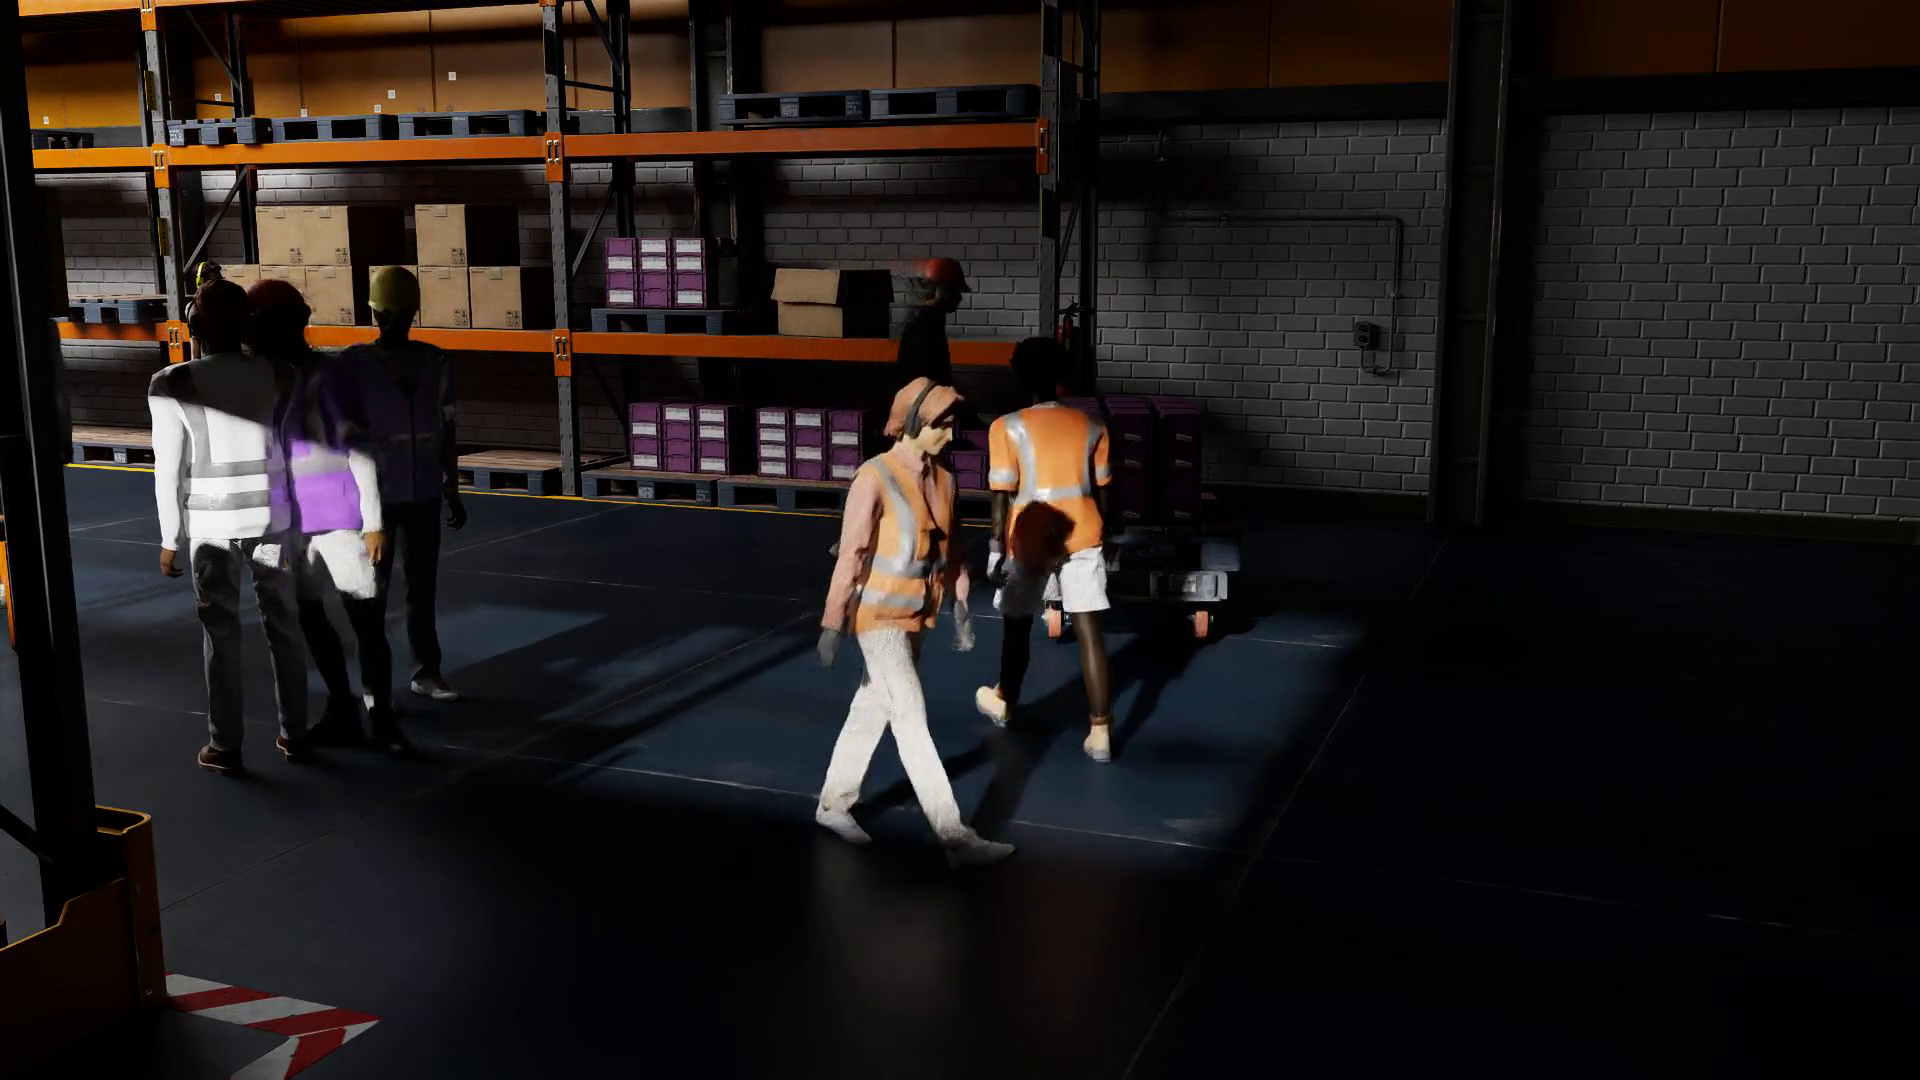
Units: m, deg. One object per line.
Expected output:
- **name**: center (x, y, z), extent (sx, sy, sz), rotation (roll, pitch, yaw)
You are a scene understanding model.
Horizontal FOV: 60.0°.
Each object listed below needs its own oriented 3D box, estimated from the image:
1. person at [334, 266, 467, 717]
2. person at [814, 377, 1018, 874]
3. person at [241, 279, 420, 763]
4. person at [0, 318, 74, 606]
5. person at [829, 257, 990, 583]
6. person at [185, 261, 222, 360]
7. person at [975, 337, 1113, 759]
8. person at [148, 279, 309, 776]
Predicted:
- **person**: center (-2.402, -0.211, 7.175), extent (0.392, 1.919, 0.589), rotation (10, 14, 43)
- **person**: center (-0.172, 0.271, 5.387), extent (0.859, 1.584, 0.564), rotation (6, 12, 31)
- **person**: center (-2.438, -0.060, 6.479), extent (0.749, 1.889, 0.364), rotation (6, 12, 32)
- **person**: center (-5.189, -0.601, 9.056), extent (0.647, 2.018, 0.749), rotation (-5, 11, -25)
- **person**: center (-0.298, -0.693, 9.830), extent (1.004, 1.943, 0.665), rotation (0, 10, -2)
- **person**: center (-5.983, -1.297, 13.360), extent (0.328, 1.872, 0.509), rotation (0, 10, -3)
- **person**: center (0.349, 0.014, 6.660), extent (0.601, 1.633, 0.879), rotation (-4, 11, -22)
- **person**: center (-2.751, -0.045, 6.346), extent (0.584, 1.882, 0.347), rotation (-8, 13, -39)
